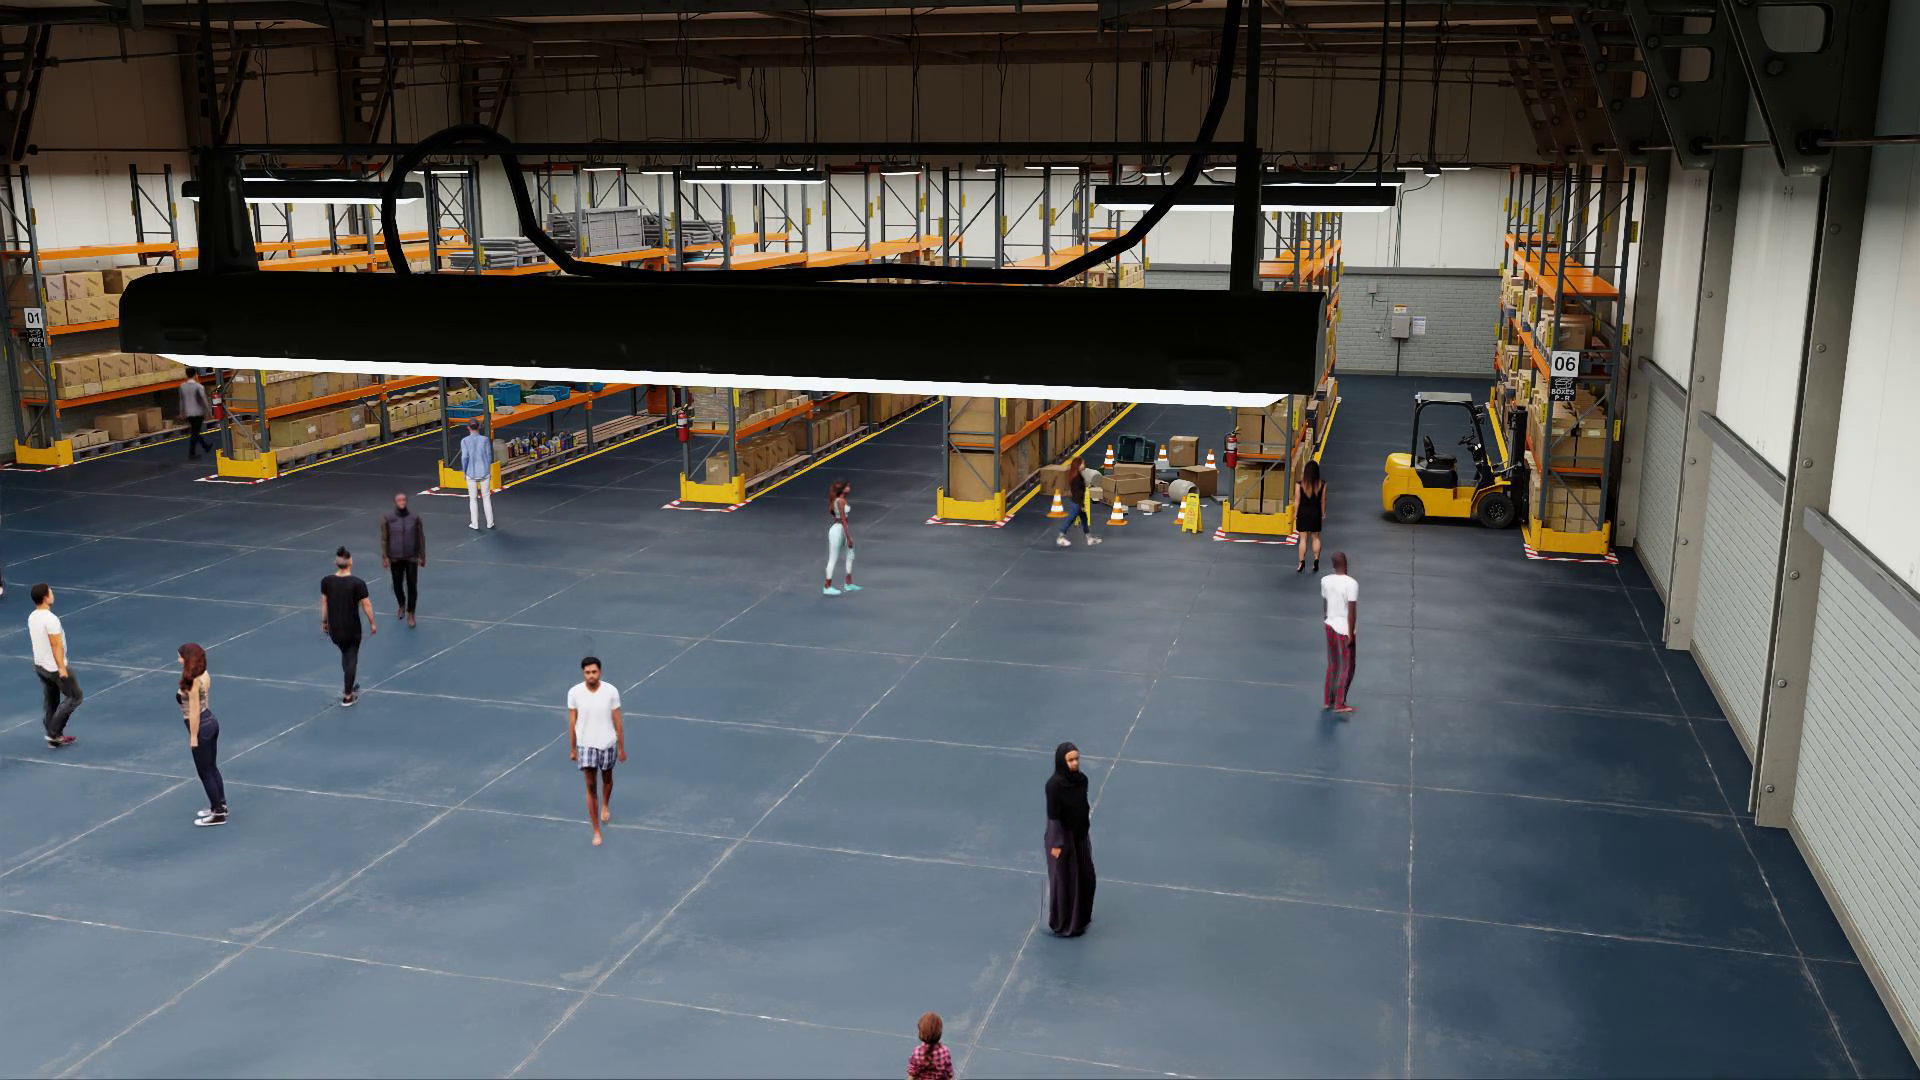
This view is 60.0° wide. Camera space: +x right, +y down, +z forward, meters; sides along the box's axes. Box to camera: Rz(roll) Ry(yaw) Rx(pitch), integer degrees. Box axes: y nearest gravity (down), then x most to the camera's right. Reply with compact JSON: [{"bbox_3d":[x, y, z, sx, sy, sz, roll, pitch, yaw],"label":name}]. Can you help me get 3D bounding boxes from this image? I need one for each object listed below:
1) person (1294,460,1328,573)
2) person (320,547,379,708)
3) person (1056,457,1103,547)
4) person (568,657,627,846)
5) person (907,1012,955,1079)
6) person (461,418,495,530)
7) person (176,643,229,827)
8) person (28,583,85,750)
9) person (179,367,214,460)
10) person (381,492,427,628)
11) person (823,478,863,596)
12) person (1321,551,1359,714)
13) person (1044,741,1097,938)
[{"bbox_3d":[5.304,-0.360,25.186,0.720,1.718,0.705,-1,13,-3],"label":"person"},{"bbox_3d":[-7.064,0.997,19.031,0.794,1.853,0.886,1,13,5],"label":"person"},{"bbox_3d":[1.817,-0.587,26.803,0.739,1.432,0.940,1,13,5],"label":"person"},{"bbox_3d":[-3.369,1.900,15.502,1.001,1.684,1.218,-3,13,-11],"label":"person"},{"bbox_3d":[-0.179,3.445,10.326,0.576,1.009,0.708,-2,13,-8],"label":"person"},{"bbox_3d":[-8.166,-1.132,28.143,0.740,1.888,0.766,-5,14,-22],"label":"person"},{"bbox_3d":[-7.134,1.813,15.692,0.745,1.768,0.628,-2,13,-10],"label":"person"},{"bbox_3d":[-9.685,1.357,17.589,0.740,1.802,0.737,8,15,32],"label":"person"},{"bbox_3d":[-15.950,-2.602,34.507,0.760,1.882,1.126,4,13,15],"label":"person"},{"bbox_3d":[-7.475,0.240,22.350,0.890,1.829,0.942,-5,14,-22],"label":"person"},{"bbox_3d":[-1.816,-0.042,23.843,0.719,1.705,0.767,1,13,3],"label":"person"},{"bbox_3d":[4.296,1.062,18.874,0.930,1.795,0.880,-5,14,-19],"label":"person"},{"bbox_3d":[0.855,2.391,13.521,0.783,1.621,0.853,-12,18,-41],"label":"person"}]
